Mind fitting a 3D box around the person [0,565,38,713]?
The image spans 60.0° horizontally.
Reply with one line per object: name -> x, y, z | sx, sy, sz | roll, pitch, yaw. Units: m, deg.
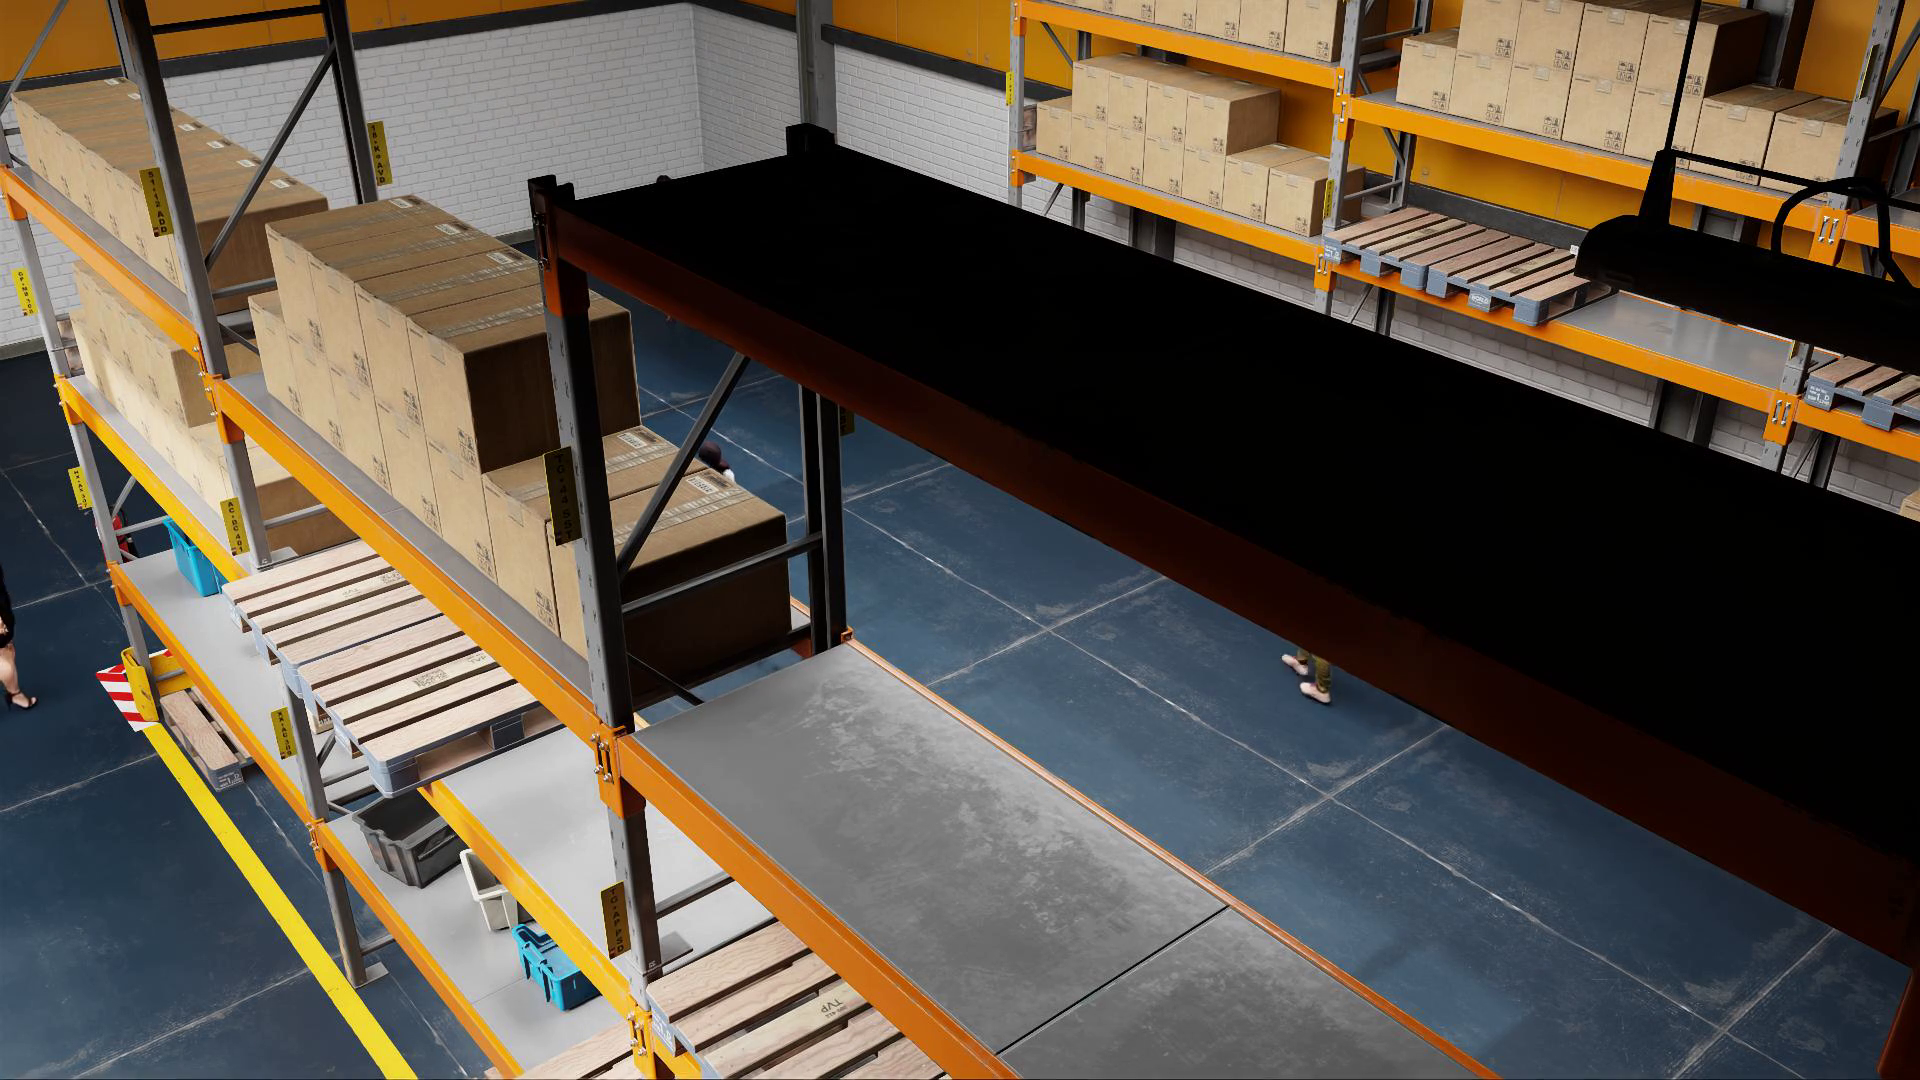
person -> -7.422, 0.604, 12.541 | 0.747, 1.708, 0.759 | 25, 37, 37
